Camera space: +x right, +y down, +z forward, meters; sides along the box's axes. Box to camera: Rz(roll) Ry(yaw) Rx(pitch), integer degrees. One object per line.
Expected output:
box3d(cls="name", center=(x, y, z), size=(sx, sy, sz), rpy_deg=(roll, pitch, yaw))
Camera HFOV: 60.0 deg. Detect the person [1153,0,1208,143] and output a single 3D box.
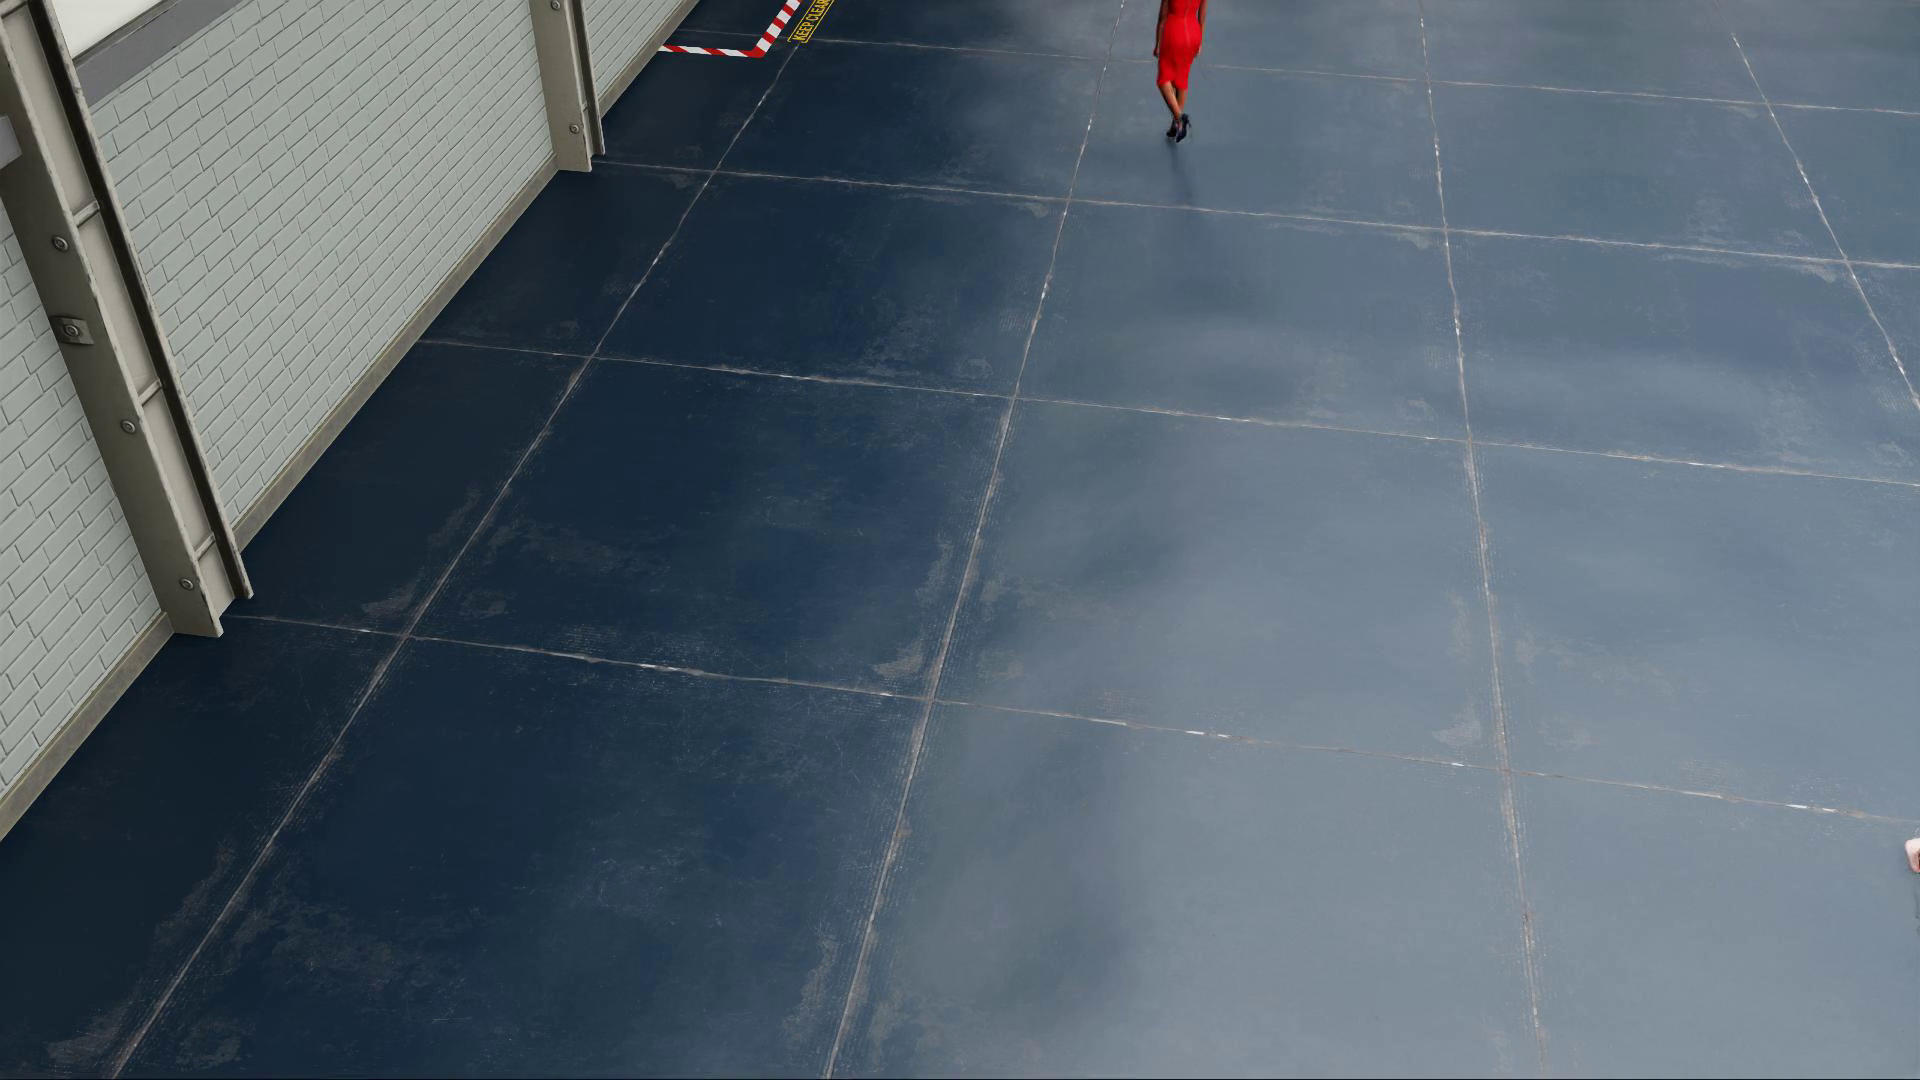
box3d(cls="person", center=(1.851, -4.083, 13.827), size=(0.774, 1.729, 0.898), rpy_deg=(-10, 39, -12))
